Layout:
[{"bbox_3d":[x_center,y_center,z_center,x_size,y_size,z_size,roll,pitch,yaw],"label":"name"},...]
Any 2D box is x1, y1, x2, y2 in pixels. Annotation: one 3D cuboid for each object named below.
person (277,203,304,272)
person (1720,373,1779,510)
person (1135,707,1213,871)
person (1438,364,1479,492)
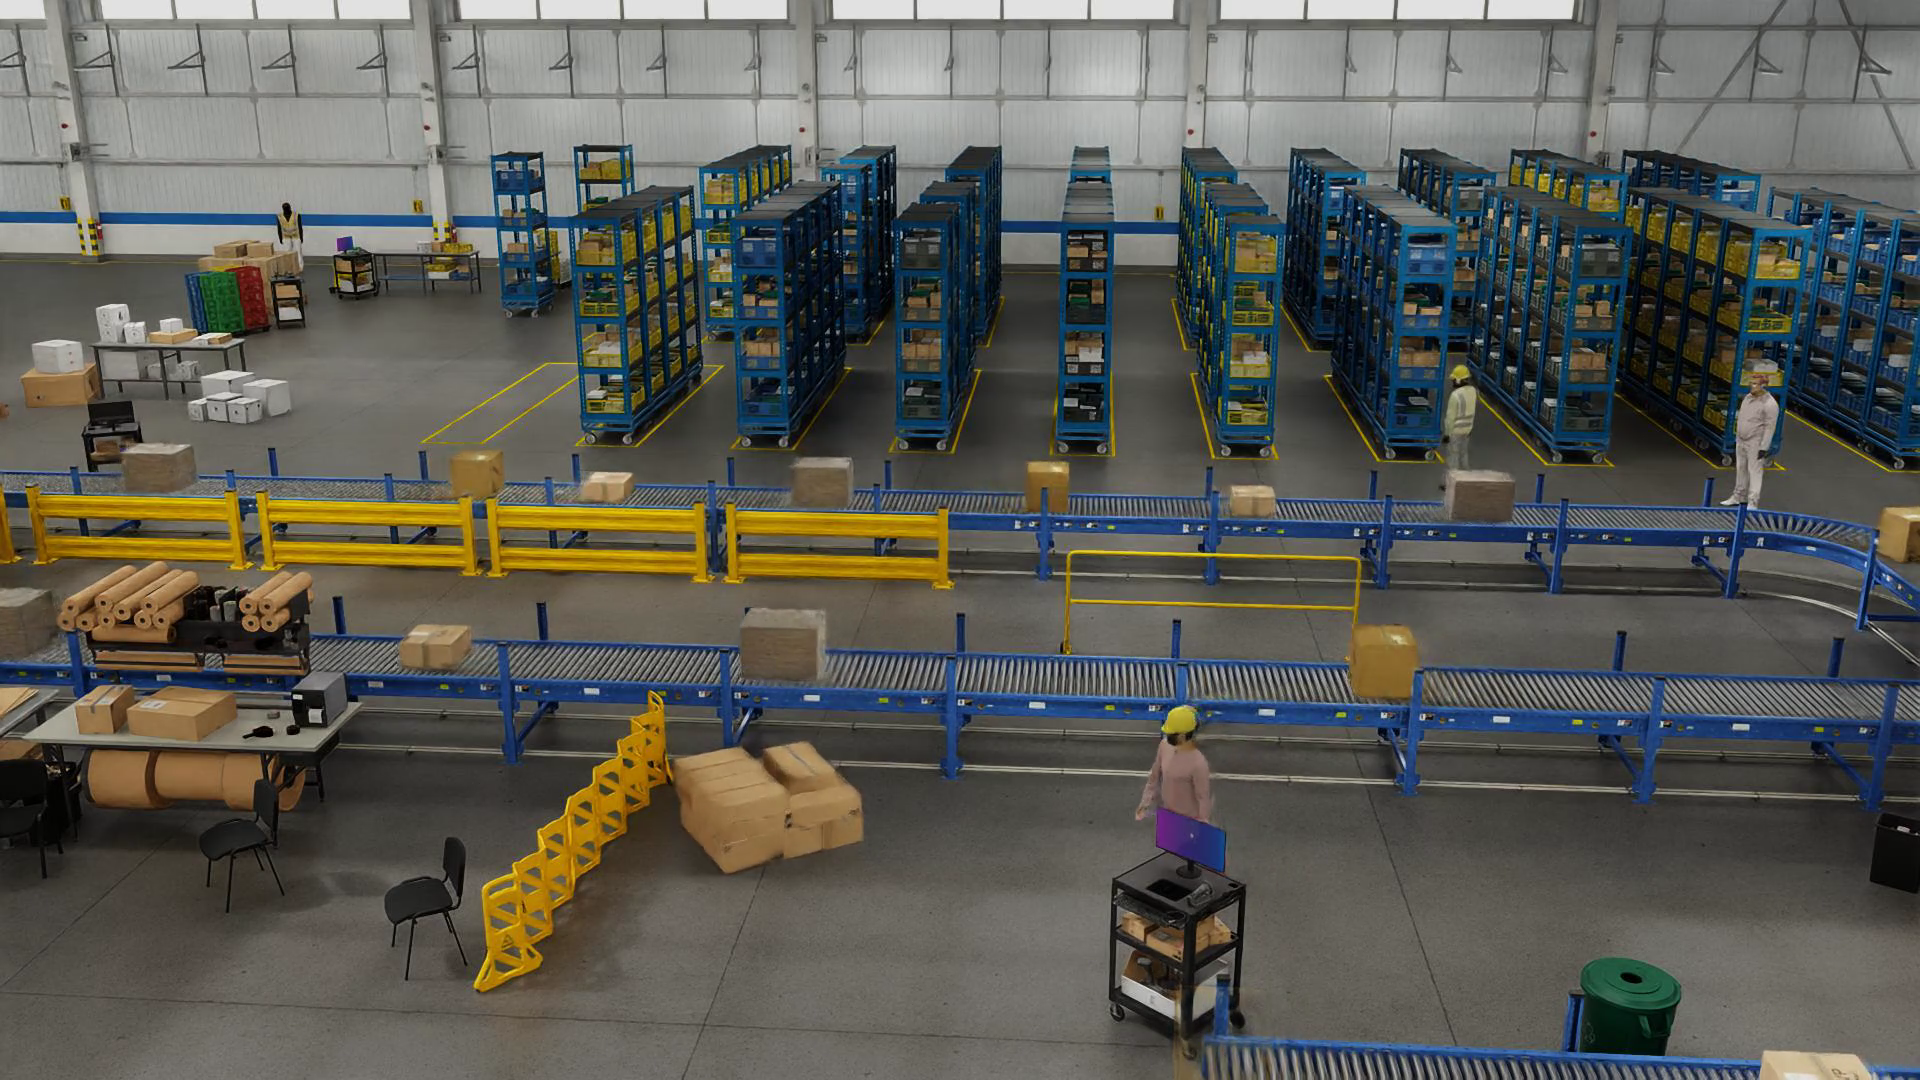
[{"bbox_3d":[-17.679,-7.992,43.934,0.629,1.831,0.429,-4,18,-13],"label":"person"},{"bbox_3d":[10.772,-1.330,22.660,0.409,1.909,0.641,-4,18,-11],"label":"person"},{"bbox_3d":[1.641,2.020,12.346,0.929,1.720,0.538,-9,19,-25],"label":"person"},{"bbox_3d":[7.061,-1.582,23.585,0.600,1.827,0.404,-15,23,-39],"label":"person"}]
